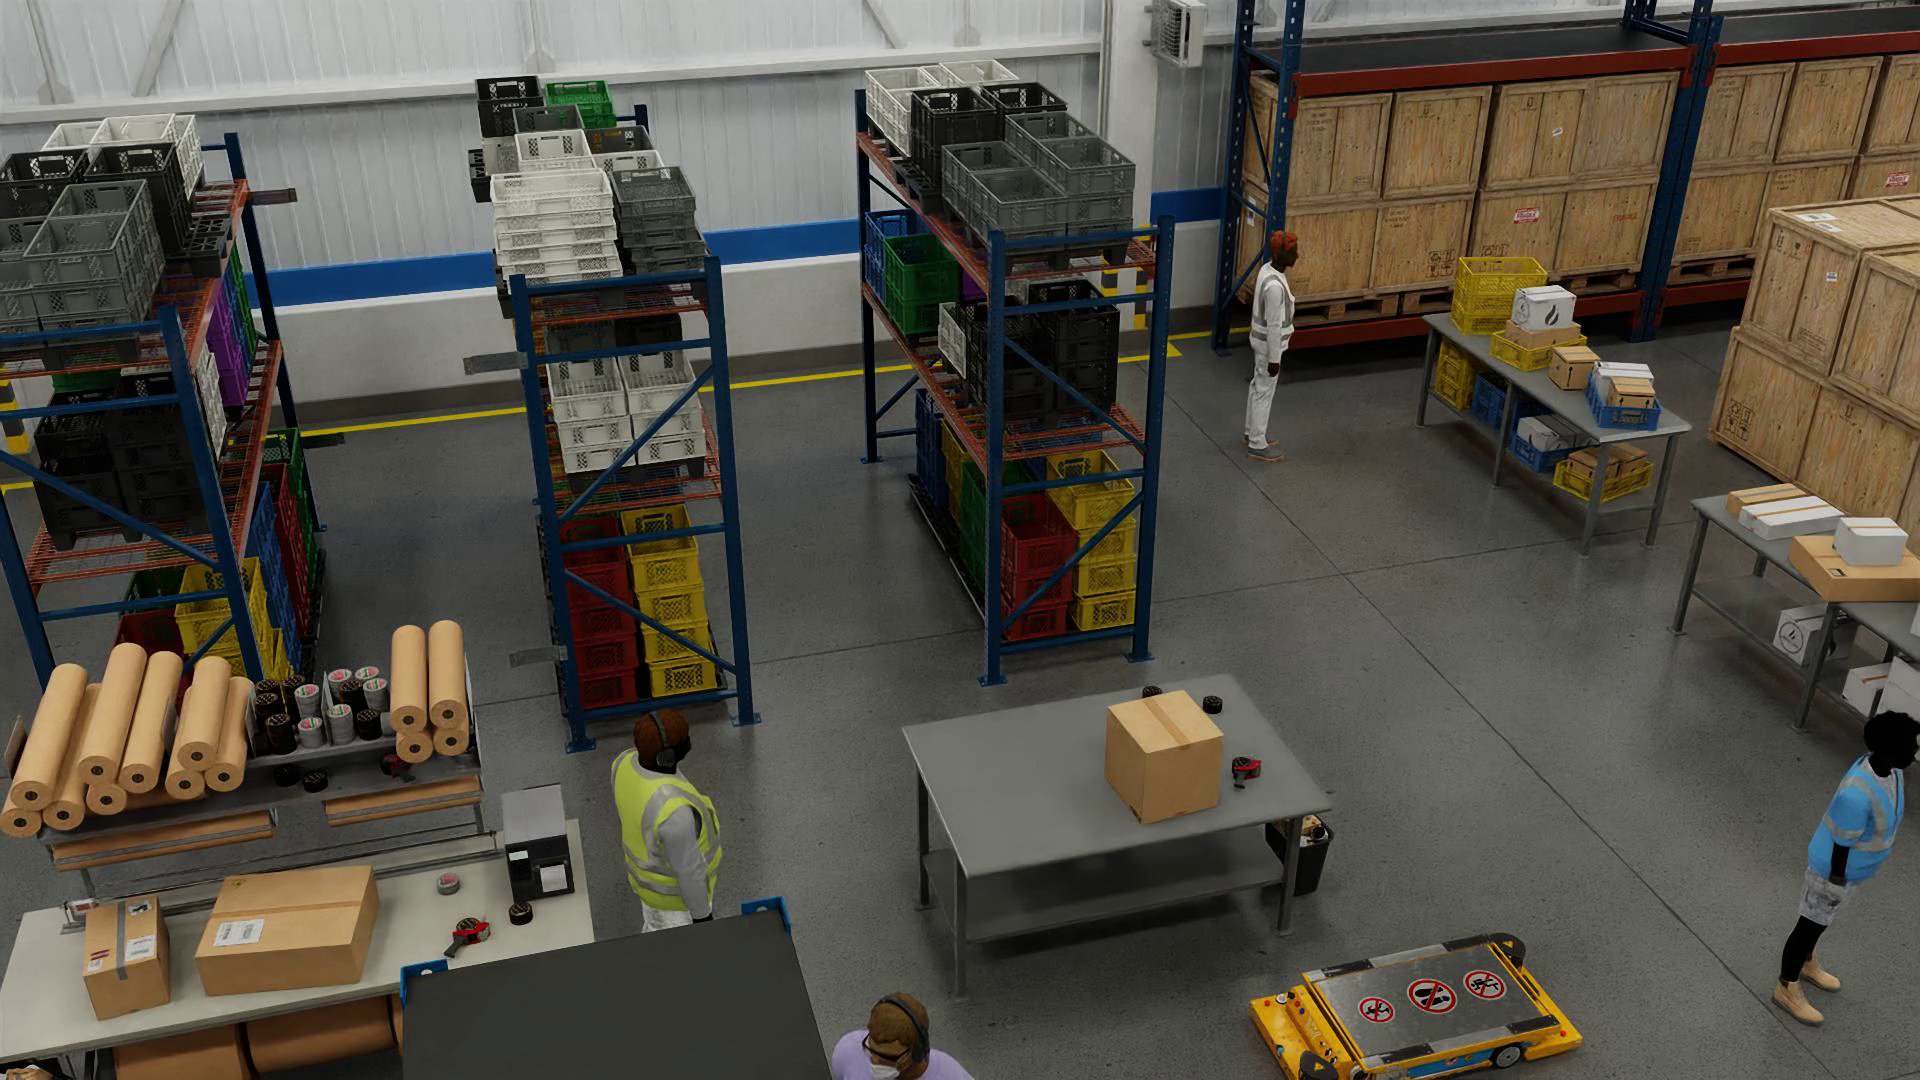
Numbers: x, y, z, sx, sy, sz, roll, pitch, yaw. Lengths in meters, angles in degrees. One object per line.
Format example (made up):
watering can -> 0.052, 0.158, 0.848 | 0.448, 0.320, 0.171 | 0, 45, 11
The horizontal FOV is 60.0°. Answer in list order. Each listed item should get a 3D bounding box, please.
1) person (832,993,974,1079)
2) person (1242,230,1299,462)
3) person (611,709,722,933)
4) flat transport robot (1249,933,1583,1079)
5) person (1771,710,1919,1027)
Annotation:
person -> -0.195, 2.389, 6.067 | 0.637, 1.938, 0.355 | 14, 32, 24
person -> 2.488, -1.558, 13.305 | 0.342, 1.882, 0.587 | 2, 29, 4
person -> -1.307, 1.566, 7.665 | 0.429, 1.845, 0.621 | -19, 34, -31
flat transport robot -> 2.184, 2.282, 7.980 | 1.431, 0.197, 0.652 | -8, 30, -14
person -> 4.205, 1.523, 7.890 | 0.322, 1.697, 0.531 | 24, 37, 37
